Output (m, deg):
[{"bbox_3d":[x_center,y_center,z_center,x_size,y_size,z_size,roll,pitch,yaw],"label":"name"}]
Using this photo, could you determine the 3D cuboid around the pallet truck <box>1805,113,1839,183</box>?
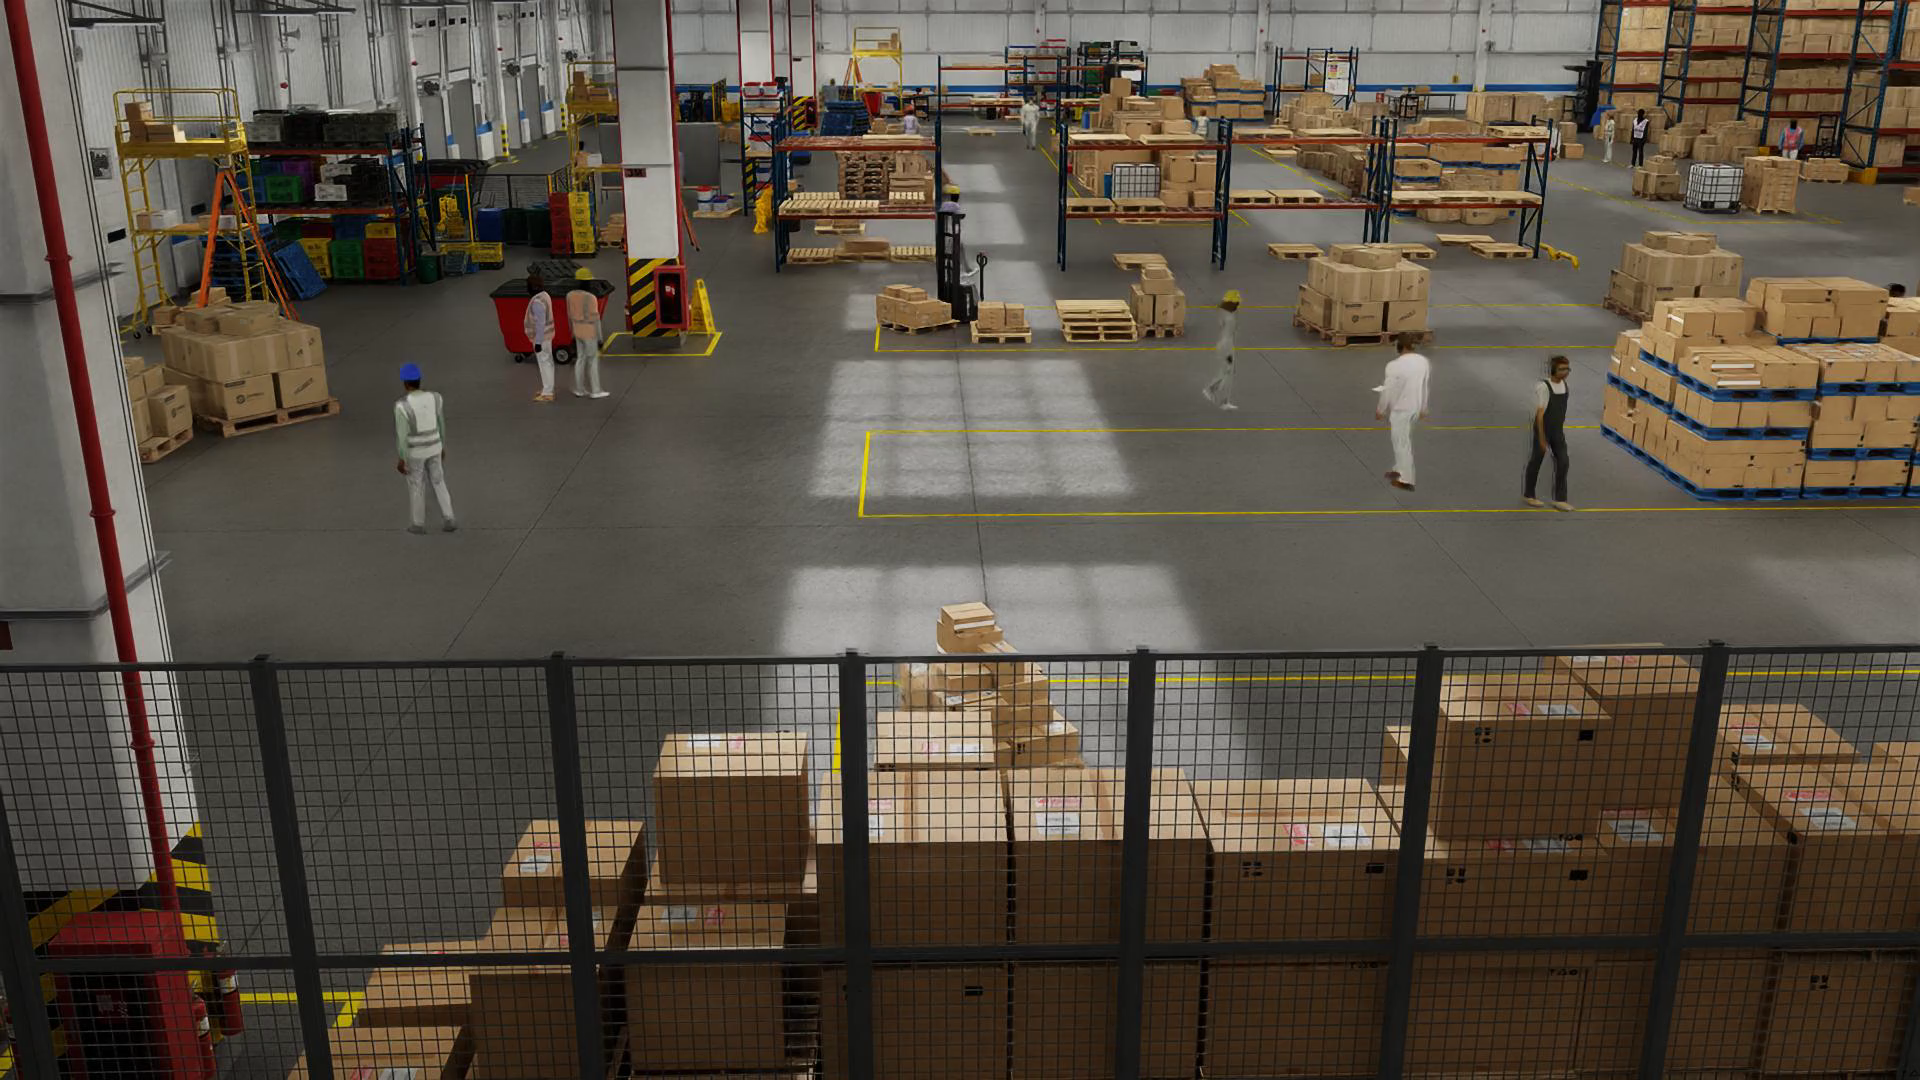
[{"bbox_3d":[26.403,-11.957,50.702,0.823,1.965,1.885,6,19,16],"label":"pallet truck"}]

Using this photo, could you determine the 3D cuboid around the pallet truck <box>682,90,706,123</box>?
[{"bbox_3d":[-9.671,-15.907,62.421,0.823,1.965,1.885,5,19,15],"label":"pallet truck"}]

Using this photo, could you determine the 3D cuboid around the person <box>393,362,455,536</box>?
[{"bbox_3d":[-5.920,-0.996,18.278,0.404,1.951,0.616,14,23,36],"label":"person"}]

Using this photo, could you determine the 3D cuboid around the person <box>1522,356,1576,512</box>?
[{"bbox_3d":[6.827,-1.197,19.064,0.519,1.816,0.793,-9,21,-24],"label":"person"}]

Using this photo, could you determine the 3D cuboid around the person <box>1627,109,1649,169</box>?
[{"bbox_3d":[22.081,-13.040,54.059,0.386,1.909,0.589,-10,21,-27],"label":"person"}]

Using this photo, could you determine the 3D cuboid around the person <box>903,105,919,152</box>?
[{"bbox_3d":[-1.618,-13.539,55.523,0.555,1.919,0.415,8,20,23],"label":"person"}]

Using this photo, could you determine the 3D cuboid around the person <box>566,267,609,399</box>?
[{"bbox_3d":[-5.453,-3.021,24.306,0.593,1.923,0.386,11,22,30],"label":"person"}]

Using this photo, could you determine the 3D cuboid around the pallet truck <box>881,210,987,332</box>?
[{"bbox_3d":[-0.493,-4.759,29.349,1.885,1.965,0.823,-13,23,-34],"label":"pallet truck"}]

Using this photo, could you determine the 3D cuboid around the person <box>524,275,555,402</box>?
[{"bbox_3d":[-6.103,-2.931,24.168,0.430,1.845,0.622,-1,19,-4],"label":"person"}]

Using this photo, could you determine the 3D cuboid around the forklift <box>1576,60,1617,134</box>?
[{"bbox_3d":[25.104,-17.621,66.146,1.873,2.768,1.129,-1,19,-2],"label":"forklift"}]

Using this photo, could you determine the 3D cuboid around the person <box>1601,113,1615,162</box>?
[{"bbox_3d":[21.838,-13.541,55.971,0.315,1.629,0.509,0,19,-1],"label":"person"}]

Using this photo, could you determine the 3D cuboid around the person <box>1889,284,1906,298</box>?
[{"bbox_3d":[12.829,-2.615,23.144,0.629,1.906,0.385,3,19,10],"label":"person"}]

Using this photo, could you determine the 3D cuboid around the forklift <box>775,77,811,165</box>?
[{"bbox_3d":[-5.920,-13.893,55.085,1.873,2.768,1.129,-1,19,-1],"label":"forklift"}]

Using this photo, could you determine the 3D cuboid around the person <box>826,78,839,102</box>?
[{"bbox_3d":[-5.304,-18.517,70.281,0.661,1.917,0.701,11,22,30],"label":"person"}]

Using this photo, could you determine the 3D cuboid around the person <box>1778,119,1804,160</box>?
[{"bbox_3d":[25.633,-12.075,51.379,0.657,1.790,0.965,10,21,27],"label":"person"}]

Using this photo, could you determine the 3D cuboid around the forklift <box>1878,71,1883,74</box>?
[{"bbox_3d":[32.120,-15.168,58.869,1.129,2.768,1.873,-1,19,-1],"label":"forklift"}]

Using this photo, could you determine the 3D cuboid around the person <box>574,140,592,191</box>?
[{"bbox_3d":[-10.429,-10.178,45.905,0.526,1.681,0.641,0,19,0],"label":"person"}]

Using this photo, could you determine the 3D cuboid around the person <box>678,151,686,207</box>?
[{"bbox_3d":[-7.615,-9.741,44.296,0.585,1.898,0.857,-7,20,-20],"label":"person"}]

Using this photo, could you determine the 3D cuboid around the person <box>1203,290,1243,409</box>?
[{"bbox_3d":[3.781,-2.710,23.686,0.421,1.727,0.499,1,19,2],"label":"person"}]

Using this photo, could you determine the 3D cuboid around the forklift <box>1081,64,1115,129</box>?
[{"bbox_3d":[5.614,-16.638,63.230,1.873,2.768,1.129,-2,19,-5],"label":"forklift"}]

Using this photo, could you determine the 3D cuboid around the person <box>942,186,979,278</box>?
[{"bbox_3d":[-0.078,-6.308,34.126,0.962,1.874,0.600,-13,23,-34],"label":"person"}]

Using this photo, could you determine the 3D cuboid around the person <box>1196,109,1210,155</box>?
[{"bbox_3d":[8.410,-14.112,57.677,0.529,1.619,0.566,8,20,22],"label":"person"}]

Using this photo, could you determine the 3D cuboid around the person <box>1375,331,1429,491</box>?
[{"bbox_3d":[5.268,-1.568,20.008,0.627,1.912,0.695,-14,23,-35],"label":"person"}]

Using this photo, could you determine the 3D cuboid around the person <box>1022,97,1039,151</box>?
[{"bbox_3d":[2.537,-15.018,59.975,0.636,1.888,1.035,0,19,1],"label":"person"}]
